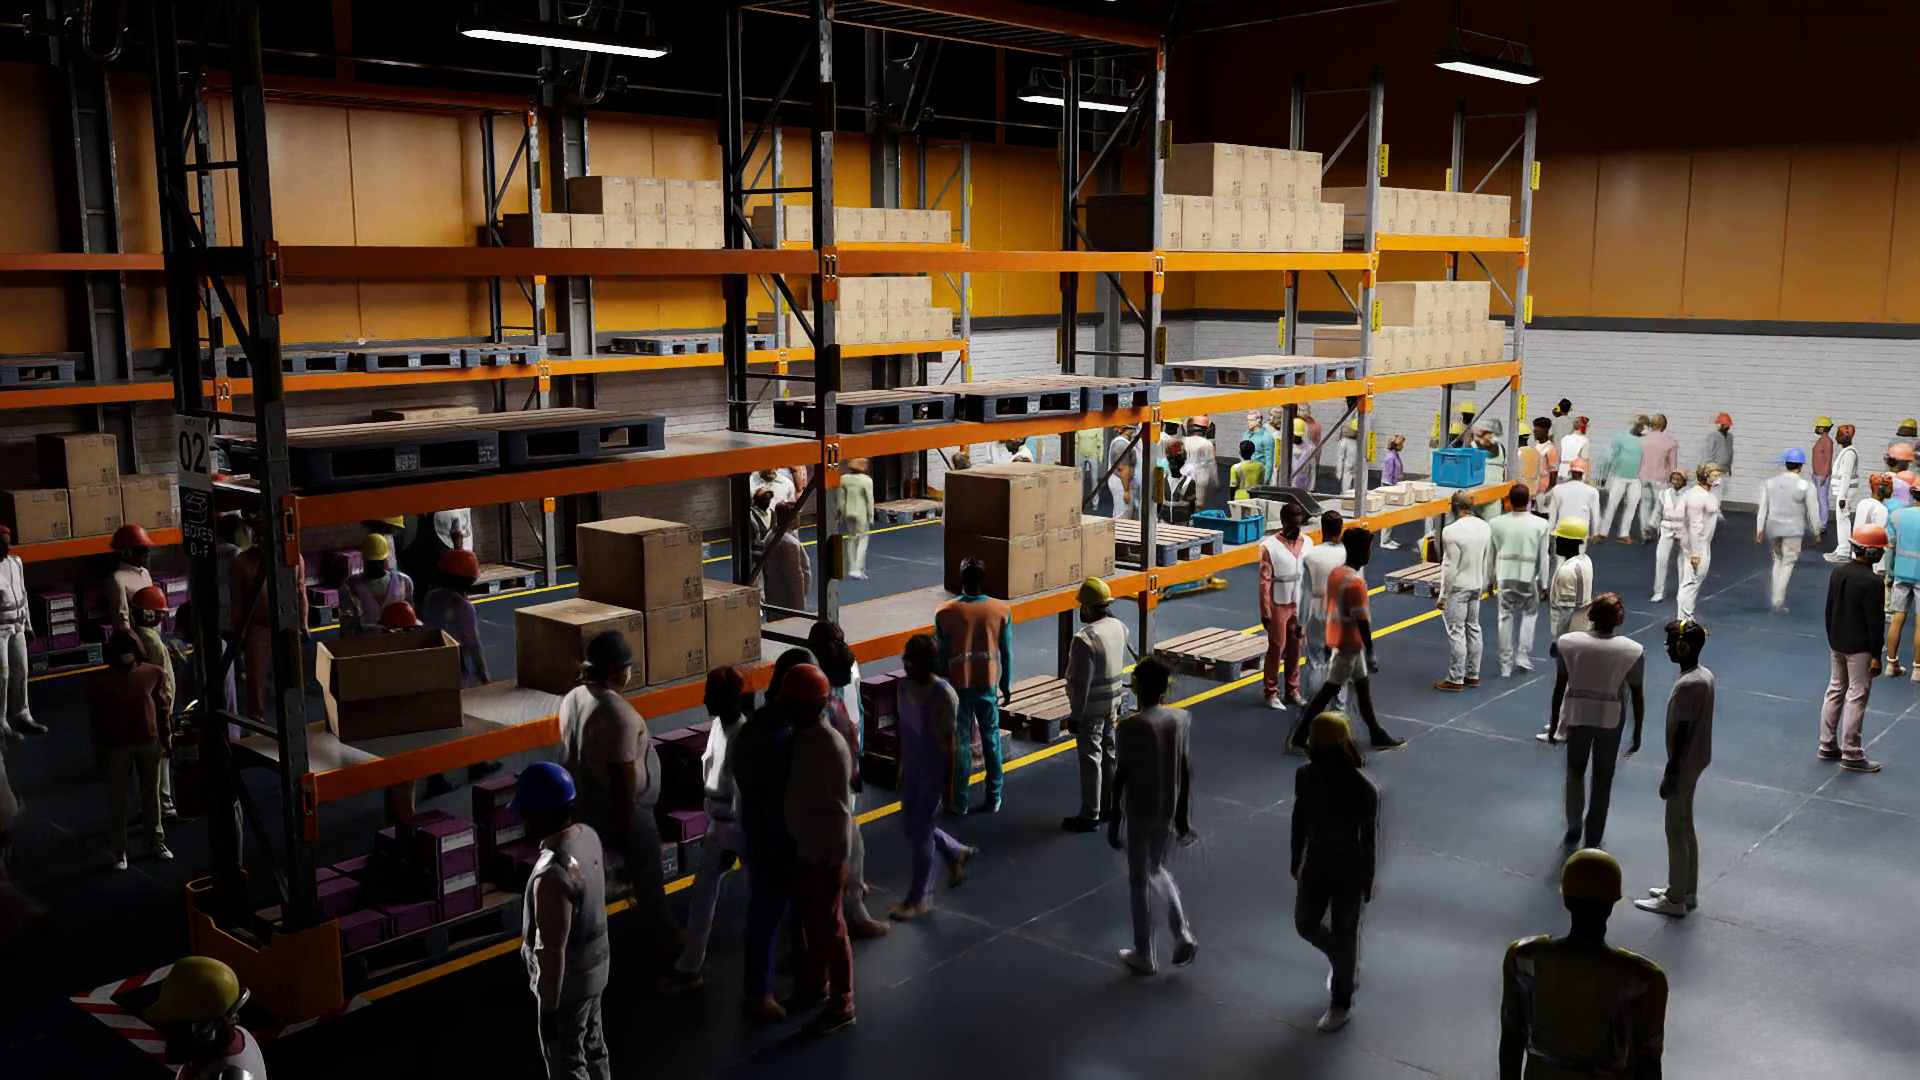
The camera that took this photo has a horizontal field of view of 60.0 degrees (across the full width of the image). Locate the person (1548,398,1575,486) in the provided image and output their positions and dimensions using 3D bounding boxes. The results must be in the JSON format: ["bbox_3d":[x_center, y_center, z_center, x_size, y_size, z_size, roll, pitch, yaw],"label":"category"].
[{"bbox_3d":[9.777,-1.369,27.016,0.507,1.861,0.328,2,10,11],"label":"person"}]

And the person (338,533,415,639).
[{"bbox_3d":[-4.639,0.892,13.308,0.594,1.922,0.385,-6,11,-30],"label":"person"}]

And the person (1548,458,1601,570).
[{"bbox_3d":[7.352,-0.117,19.876,0.579,1.733,0.444,8,12,39],"label":"person"}]

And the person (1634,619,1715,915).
[{"bbox_3d":[4.504,1.414,10.411,0.349,1.856,0.528,7,12,35],"label":"person"}]

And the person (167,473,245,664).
[{"bbox_3d":[-7.566,0.289,16.819,0.617,1.960,0.895,7,12,37],"label":"person"}]

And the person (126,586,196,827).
[{"bbox_3d":[-5.821,1.198,12.017,0.560,1.743,0.334,8,12,39],"label":"person"}]

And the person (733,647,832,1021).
[{"bbox_3d":[-0.884,1.556,8.993,0.537,2.000,0.684,8,12,38],"label":"person"}]

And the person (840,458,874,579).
[{"bbox_3d":[-1.323,-0.313,21.406,0.503,1.640,0.299,6,11,33],"label":"person"}]

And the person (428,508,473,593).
[{"bbox_3d":[-5.491,0.151,17.659,0.616,1.945,0.399,0,10,-3],"label":"person"}]

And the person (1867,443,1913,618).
[{"bbox_3d":[10.539,-0.081,18.846,0.458,2.025,0.657,-1,10,-8],"label":"person"}]

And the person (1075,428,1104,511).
[{"bbox_3d":[2.081,-1.342,27.152,0.526,1.760,0.347,3,10,16],"label":"person"}]

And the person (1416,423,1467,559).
[{"bbox_3d":[6.558,-0.637,22.559,0.732,1.895,0.621,-2,10,-13],"label":"person"}]

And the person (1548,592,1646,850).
[{"bbox_3d":[4.362,1.258,11.403,0.605,1.825,0.460,5,11,28],"label":"person"}]

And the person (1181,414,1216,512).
[{"bbox_3d":[3.668,-1.196,25.466,0.607,2.033,0.409,9,13,44],"label":"person"}]

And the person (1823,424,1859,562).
[{"bbox_3d":[11.989,-0.632,22.564,0.351,1.878,0.569,5,11,27],"label":"person"}]

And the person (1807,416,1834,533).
[{"bbox_3d":[12.900,-0.978,24.947,0.312,1.768,0.522,2,10,11],"label":"person"}]

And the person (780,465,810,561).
[{"bbox_3d":[-2.325,-0.706,22.500,0.674,2.000,0.535,8,13,41],"label":"person"}]

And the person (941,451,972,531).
[{"bbox_3d":[-0.025,-0.144,19.776,0.406,1.828,0.598,0,10,-1],"label":"person"}]

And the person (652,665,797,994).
[{"bbox_3d":[-1.237,1.600,9.330,0.969,1.847,0.575,-6,11,-33],"label":"person"}]

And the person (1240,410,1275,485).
[{"bbox_3d":[4.295,-0.947,24.341,0.407,1.906,0.654,-5,11,-29],"label":"person"}]

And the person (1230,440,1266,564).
[{"bbox_3d":[3.850,-0.499,22.323,0.530,1.689,0.321,-3,10,-18],"label":"person"}]

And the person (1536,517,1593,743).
[{"bbox_3d":[5.142,0.757,14.096,0.363,1.930,0.587,6,11,32],"label":"person"}]

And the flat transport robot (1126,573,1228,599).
[{"bbox_3d":[2.569,0.519,20.458,1.431,0.197,0.652,-7,12,-38],"label":"flat transport robot"}]

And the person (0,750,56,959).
[{"bbox_3d":[-5.642,1.604,9.595,0.438,1.732,0.556,-8,13,-41],"label":"person"}]

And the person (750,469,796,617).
[{"bbox_3d":[-2.191,-0.064,19.097,0.644,1.900,0.399,-2,10,-14],"label":"person"}]

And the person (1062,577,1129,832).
[{"bbox_3d":[0.955,1.169,11.927,0.404,1.833,0.590,7,12,35],"label":"person"}]

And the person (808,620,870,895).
[{"bbox_3d":[-0.846,1.402,10.563,0.429,1.830,0.636,9,13,42],"label":"person"}]

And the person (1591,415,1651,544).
[{"bbox_3d":[9.562,-0.871,23.935,0.765,1.894,0.468,0,10,1],"label":"person"}]

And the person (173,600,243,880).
[{"bbox_3d":[-4.823,1.321,10.706,0.356,1.937,0.638,-3,10,-20],"label":"person"}]

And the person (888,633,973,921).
[{"bbox_3d":[-0.160,1.438,10.359,0.634,1.823,0.533,-9,13,-41],"label":"person"}]

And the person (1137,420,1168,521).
[{"bbox_3d":[2.793,-0.928,24.193,0.395,1.919,0.590,-7,12,-35],"label":"person"}]

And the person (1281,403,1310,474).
[{"bbox_3d":[5.195,-1.150,25.488,0.846,1.933,0.622,8,12,39],"label":"person"}]

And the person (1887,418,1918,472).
[{"bbox_3d":[14.148,-0.959,24.923,0.317,1.734,0.483,-7,12,-35],"label":"person"}]

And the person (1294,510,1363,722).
[{"bbox_3d":[3.239,0.690,14.575,0.600,1.908,0.396,-2,10,-14],"label":"person"}]

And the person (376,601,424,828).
[{"bbox_3d":[-3.841,1.282,11.486,0.329,1.751,0.563,-6,11,-33],"label":"person"}]

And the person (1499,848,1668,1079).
[{"bbox_3d":[2.305,2.088,6.212,0.583,1.917,0.404,7,12,35],"label":"person"}]

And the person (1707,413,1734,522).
[{"bbox_3d":[11.878,-1.153,26.130,0.561,1.728,0.559,-5,11,-30],"label":"person"}]

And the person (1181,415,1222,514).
[{"bbox_3d":[3.419,-0.840,23.724,0.698,1.891,0.562,-8,12,-38],"label":"person"}]

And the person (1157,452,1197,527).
[{"bbox_3d":[2.699,-0.262,20.872,0.540,1.695,0.317,5,11,27],"label":"person"}]

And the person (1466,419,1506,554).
[{"bbox_3d":[6.928,-0.631,22.054,0.828,2.000,0.898,-2,10,-14],"label":"person"}]
